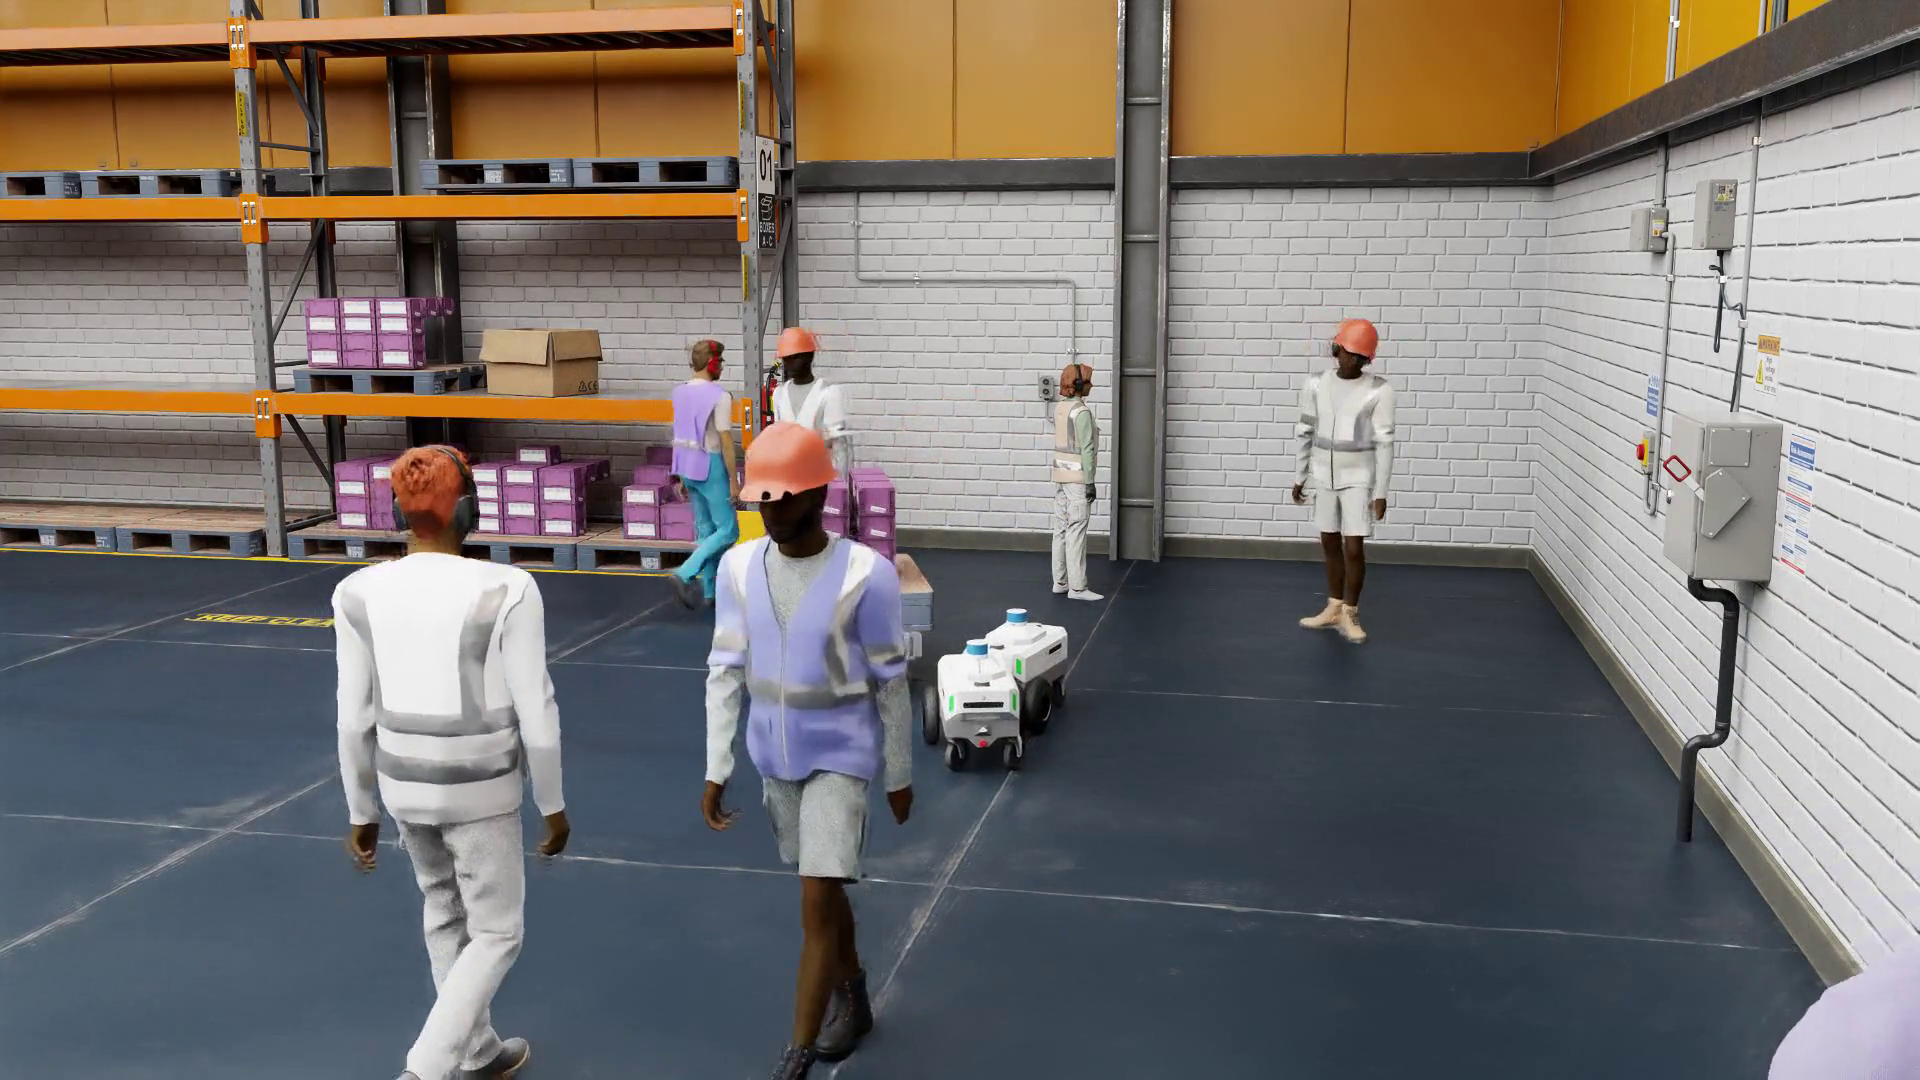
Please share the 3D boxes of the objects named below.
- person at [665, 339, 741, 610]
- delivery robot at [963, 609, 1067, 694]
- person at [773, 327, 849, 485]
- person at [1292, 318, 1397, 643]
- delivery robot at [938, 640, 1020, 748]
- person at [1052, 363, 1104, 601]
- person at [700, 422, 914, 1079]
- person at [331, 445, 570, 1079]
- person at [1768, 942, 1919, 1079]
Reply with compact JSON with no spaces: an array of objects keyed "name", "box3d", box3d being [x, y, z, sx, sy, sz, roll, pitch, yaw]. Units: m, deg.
[{"name":"person","box3d":[-1.700,-0.413,11.019,0.589,1.822,0.593,-9,13,-43]},{"name":"delivery robot","box3d":[0.289,0.596,8.504,0.477,0.478,0.707,4,10,23]},{"name":"person","box3d":[-0.925,-0.400,10.724,0.697,1.924,0.415,4,10,23]},{"name":"person","box3d":[2.371,-0.365,10.269,0.686,1.995,0.532,9,13,42]},{"name":"delivery robot","box3d":[0.081,0.712,7.802,0.477,0.478,0.707,-1,9,-4]},{"name":"person","box3d":[0.795,-0.399,11.518,0.307,1.641,0.514,-4,10,-21]},{"name":"person","box3d":[-0.463,0.628,4.580,0.548,1.886,0.956,4,10,25]},{"name":"person","box3d":[-1.353,0.684,4.341,0.581,1.862,0.798,2,10,13]},{"name":"person","box3d":[1.163,1.101,1.748,0.659,1.883,1.009,1,9,5]}]
